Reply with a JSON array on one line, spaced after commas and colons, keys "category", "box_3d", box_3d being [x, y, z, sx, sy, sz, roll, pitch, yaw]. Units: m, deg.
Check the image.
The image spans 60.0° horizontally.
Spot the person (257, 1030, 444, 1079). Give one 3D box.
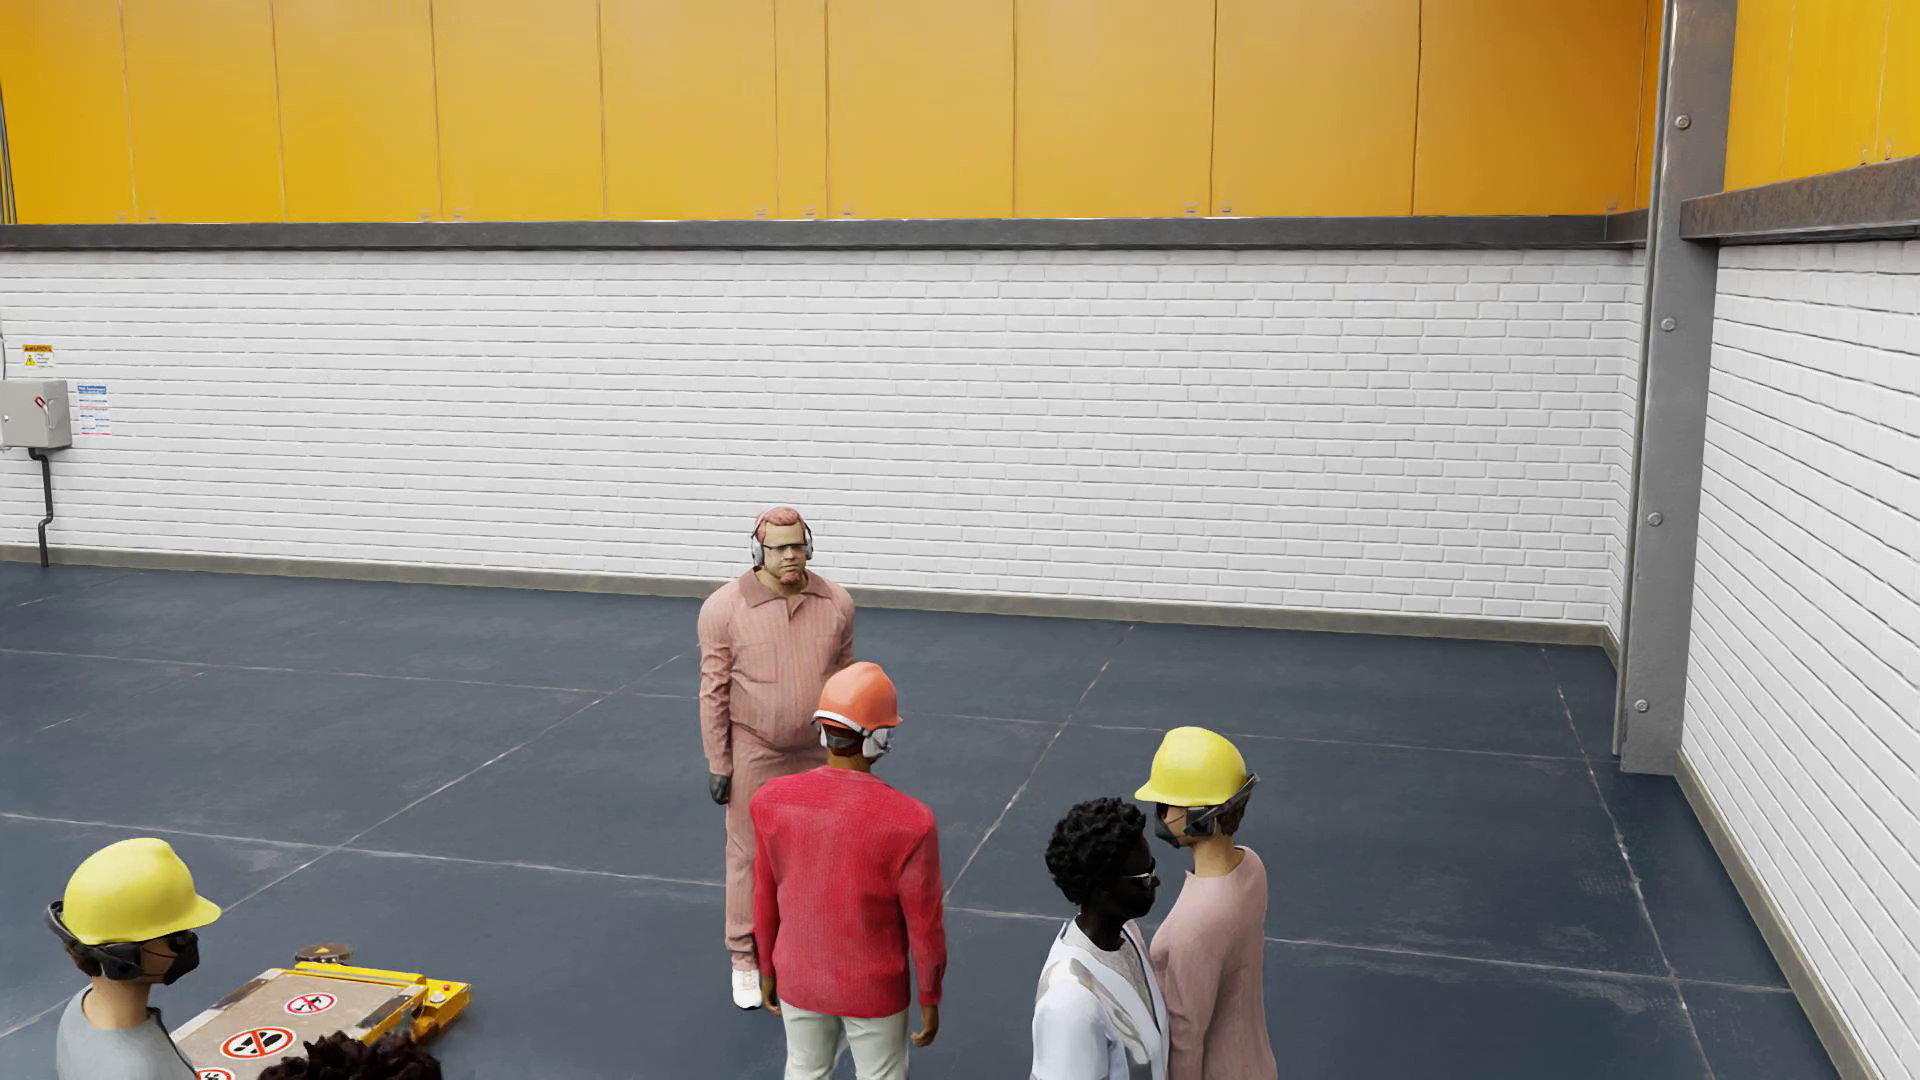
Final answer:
[{"category": "person", "box_3d": [-0.642, 1.517, 2.116, 0.609, 1.946, 0.666, 8, 12, 39]}]

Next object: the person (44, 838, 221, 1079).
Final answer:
[{"category": "person", "box_3d": [-1.540, 1.424, 3.194, 0.320, 1.767, 0.534, -7, 12, -34]}]

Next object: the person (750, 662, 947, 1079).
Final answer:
[{"category": "person", "box_3d": [-0.300, 1.196, 4.622, 0.576, 1.737, 0.354, 4, 10, 20]}]

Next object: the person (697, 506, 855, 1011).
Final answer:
[{"category": "person", "box_3d": [-0.668, 0.816, 6.361, 0.639, 1.908, 0.409, -5, 11, -27]}]

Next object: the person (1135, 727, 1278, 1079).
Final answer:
[{"category": "person", "box_3d": [0.569, 1.301, 3.940, 0.340, 1.760, 0.525, 4, 11, 24]}]

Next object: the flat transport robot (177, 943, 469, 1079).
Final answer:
[{"category": "flat transport robot", "box_3d": [-2.330, 1.755, 5.641, 0.652, 0.197, 1.431, 2, 10, 13]}]

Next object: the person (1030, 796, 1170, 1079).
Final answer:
[{"category": "person", "box_3d": [0.300, 1.383, 3.634, 0.318, 1.700, 0.536, 2, 10, 13]}]
